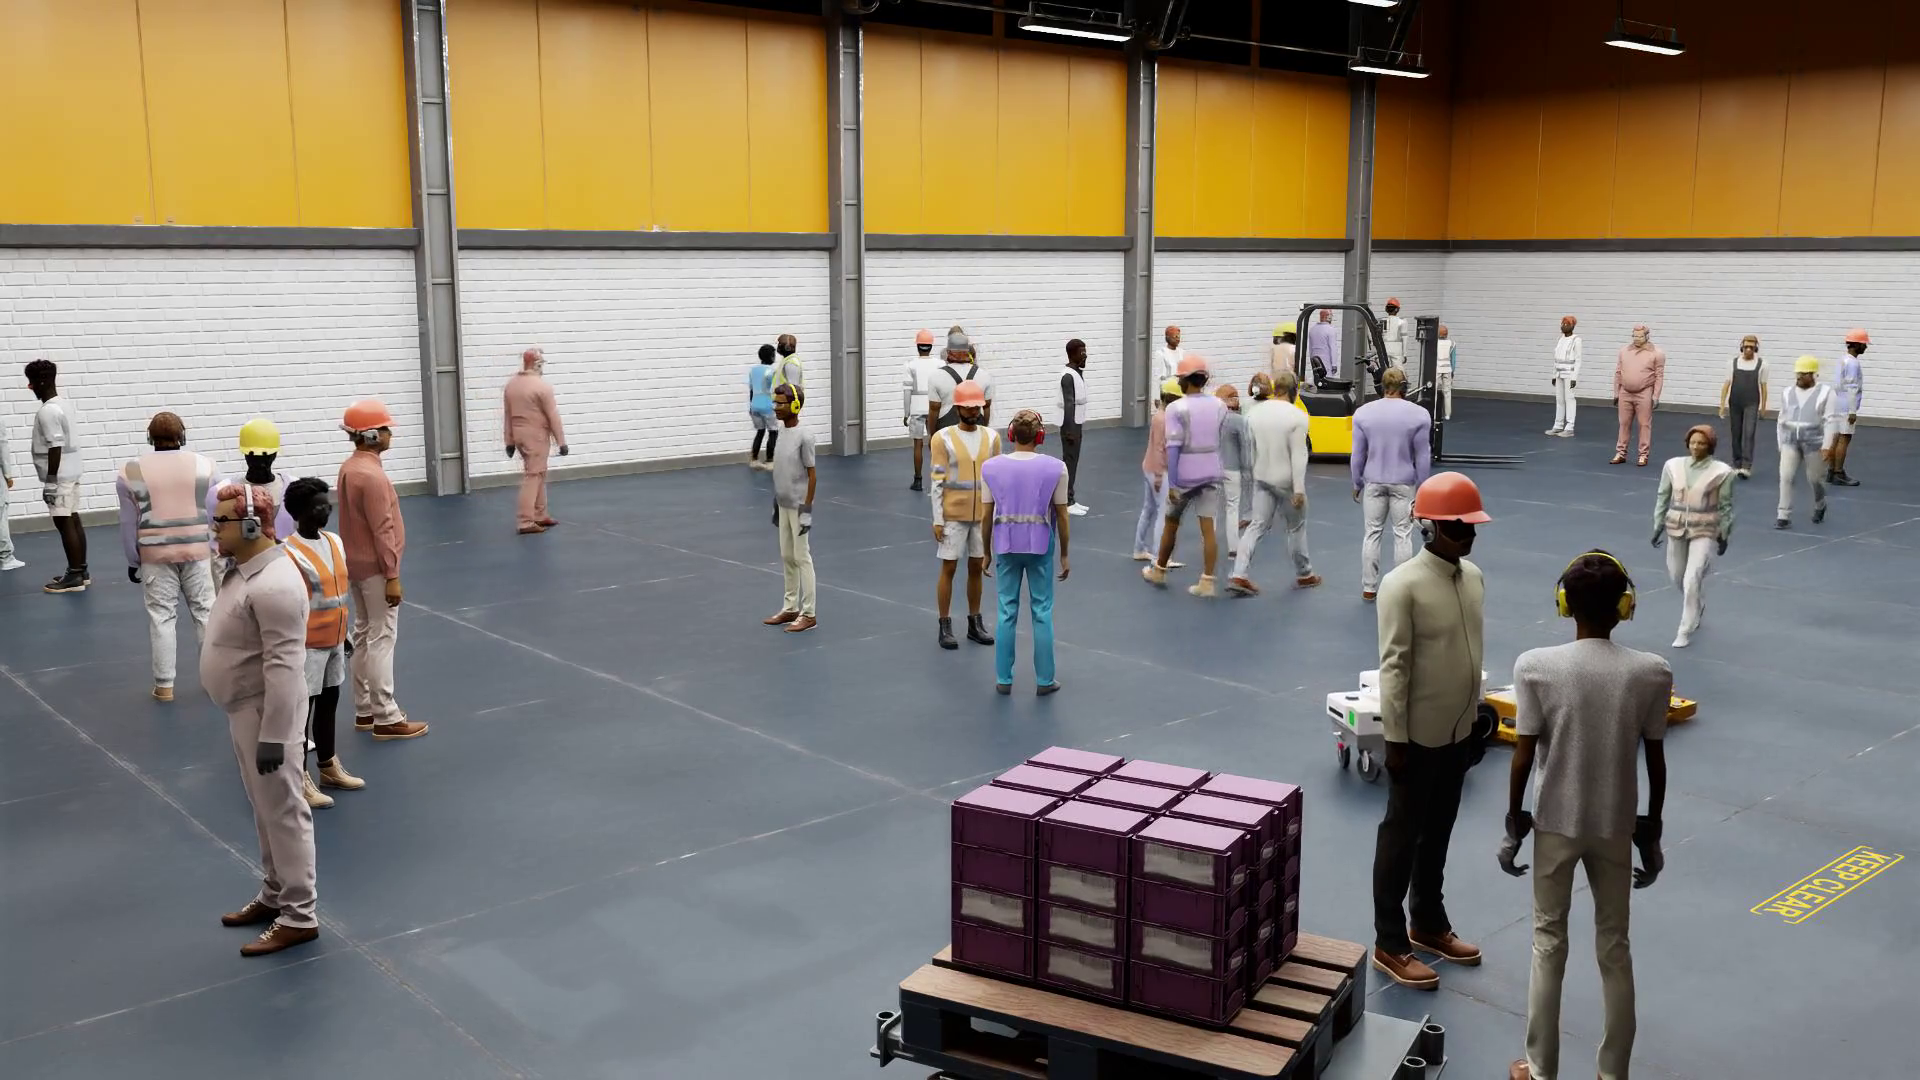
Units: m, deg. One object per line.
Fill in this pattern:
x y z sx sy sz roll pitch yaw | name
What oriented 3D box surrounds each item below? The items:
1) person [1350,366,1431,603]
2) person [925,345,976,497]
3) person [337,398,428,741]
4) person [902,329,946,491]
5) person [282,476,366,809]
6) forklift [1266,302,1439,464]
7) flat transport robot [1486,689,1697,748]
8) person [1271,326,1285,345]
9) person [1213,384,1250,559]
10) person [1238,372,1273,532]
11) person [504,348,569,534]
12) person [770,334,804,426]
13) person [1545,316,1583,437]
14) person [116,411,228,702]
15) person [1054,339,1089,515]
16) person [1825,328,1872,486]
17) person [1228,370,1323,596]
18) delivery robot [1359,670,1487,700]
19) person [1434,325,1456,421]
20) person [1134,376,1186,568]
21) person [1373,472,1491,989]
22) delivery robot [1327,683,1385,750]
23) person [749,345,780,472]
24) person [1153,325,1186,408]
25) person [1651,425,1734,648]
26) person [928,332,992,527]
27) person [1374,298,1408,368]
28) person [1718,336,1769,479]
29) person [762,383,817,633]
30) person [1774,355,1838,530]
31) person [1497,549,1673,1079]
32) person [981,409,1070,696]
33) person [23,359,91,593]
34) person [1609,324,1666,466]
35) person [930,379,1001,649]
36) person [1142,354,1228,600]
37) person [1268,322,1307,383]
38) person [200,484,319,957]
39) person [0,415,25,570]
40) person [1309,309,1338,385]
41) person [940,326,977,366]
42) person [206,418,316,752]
3.473 -0.438 13.461 0.629 1.935 0.372 4 11 24 | person
0.135 -1.359 19.255 1.019 1.812 0.530 -3 10 -15 | person
-3.414 0.169 9.722 0.375 1.997 0.611 -7 12 -37 | person
-0.427 -1.554 19.981 0.547 1.938 0.379 -2 10 -11 | person
-3.317 0.516 8.565 0.318 1.699 0.535 2 10 12 | person
5.320 -2.157 22.763 2.313 2.155 1.214 3 10 16 | forklift
3.699 0.993 9.943 1.431 0.197 0.652 -7 12 -34 | flat transport robot
4.787 -2.317 24.947 0.307 1.772 0.526 -2 10 -13 | person
2.459 -0.637 15.507 0.501 1.631 0.286 6 11 32 | person
3.051 -0.901 17.045 0.284 1.636 0.500 -9 13 -43 | person
-4.267 -1.013 16.982 0.639 1.879 0.756 9 13 41 | person
-2.176 -1.677 20.980 0.429 1.846 0.627 -1 10 -8 | person
9.466 -2.556 26.013 0.356 1.884 0.574 -3 10 -16 | person
-4.973 0.104 10.562 0.627 1.844 0.429 -5 11 -27 | person
1.224 -1.238 18.197 0.379 1.915 0.596 2 10 10 | person
10.947 -1.634 20.460 0.372 1.933 0.552 2 10 13 | person
2.625 -0.475 13.861 1.056 1.882 0.631 -8 13 -40 | person
2.672 0.861 9.612 0.707 0.478 0.477 -4 10 -19 | delivery robot
8.237 -2.862 28.508 0.514 1.642 0.314 -1 10 -3 | person
1.834 -0.619 15.111 0.450 1.739 0.615 1 10 4 | person
1.848 0.722 6.490 0.609 1.995 0.376 -9 13 -42 | person
2.377 0.951 9.090 0.707 0.478 0.477 -2 10 -12 | delivery robot
-2.493 -1.721 21.747 0.455 1.664 0.560 -9 13 -42 | person
2.838 -1.955 22.486 0.585 1.882 0.337 -8 13 -40 | person
5.389 -0.056 12.180 0.754 1.610 0.517 -9 13 -44 | person
-0.038 -1.128 17.189 0.683 2.000 0.537 -3 10 -19 | person
8.020 -3.475 30.955 0.605 2.034 0.390 4 10 21 | person
9.895 -1.669 21.048 0.513 1.809 0.899 7 12 34 | person
-1.268 -0.243 12.506 0.328 1.873 0.520 -7 12 -35 | person
8.778 -1.023 17.257 0.588 1.809 0.815 9 13 43 | person
2.047 0.962 5.482 0.521 1.861 0.319 2 10 9 | person
0.415 0.089 10.631 0.570 1.844 0.379 2 10 9 | person
-7.595 -0.539 13.982 0.389 1.956 0.610 -2 10 -14 | person
9.101 -1.943 22.379 0.639 1.901 0.407 9 13 42 | person
0.060 -0.188 11.984 0.547 1.938 0.377 -4 11 -24 | person
1.886 -0.540 13.867 0.608 1.998 0.952 -4 10 -22 | person
4.732 -2.210 24.031 1.006 1.873 0.593 -5 11 -25 | person
-2.857 0.718 6.776 0.409 1.908 0.641 -6 11 -32 | person
-8.745 -0.592 14.921 0.483 1.745 0.302 0 10 -3 | person
6.395 -3.104 29.137 0.409 1.913 0.645 -6 11 -30 | person
0.020 -1.978 22.676 0.635 1.885 0.990 7 12 35 | person
-3.877 0.274 9.324 0.589 1.924 0.383 -9 13 -43 | person
